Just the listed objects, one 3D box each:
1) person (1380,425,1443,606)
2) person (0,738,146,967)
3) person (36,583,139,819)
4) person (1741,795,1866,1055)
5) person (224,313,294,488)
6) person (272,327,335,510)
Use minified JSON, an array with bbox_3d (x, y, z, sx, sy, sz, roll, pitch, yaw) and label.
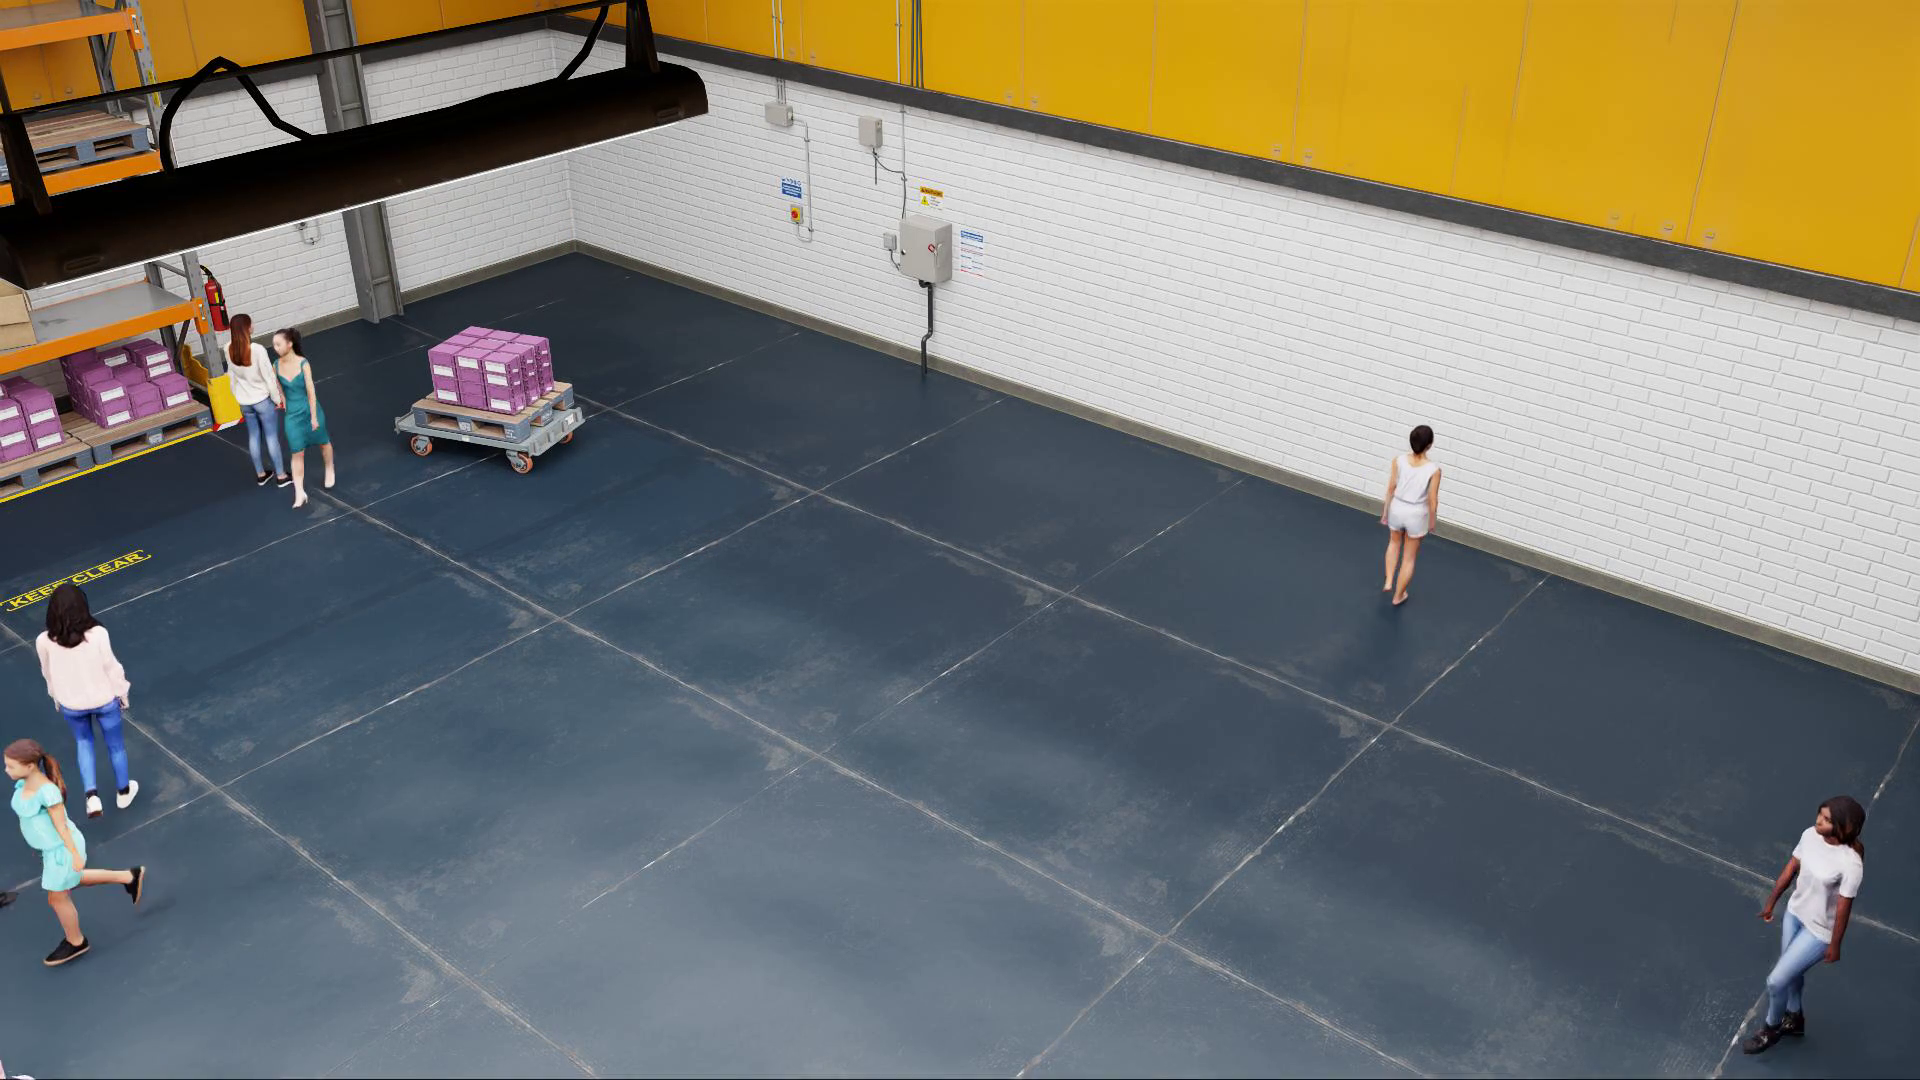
[{"bbox_3d":[3.622,-0.169,13.520,0.608,1.598,0.611,17,33,28],"label":"person"},{"bbox_3d":[-5.320,1.805,9.963,0.580,1.540,0.936,25,37,37],"label":"person"},{"bbox_3d":[-5.778,1.116,10.999,0.920,1.756,0.964,-6,29,-10],"label":"person"},{"bbox_3d":[4.770,2.128,9.195,0.840,1.707,0.779,-4,29,-8],"label":"person"},{"bbox_3d":[-6.555,-1.306,15.507,0.705,1.691,0.696,7,29,13],"label":"person"},{"bbox_3d":[-5.985,-1.163,15.297,0.966,1.642,1.093,1,29,1],"label":"person"}]
